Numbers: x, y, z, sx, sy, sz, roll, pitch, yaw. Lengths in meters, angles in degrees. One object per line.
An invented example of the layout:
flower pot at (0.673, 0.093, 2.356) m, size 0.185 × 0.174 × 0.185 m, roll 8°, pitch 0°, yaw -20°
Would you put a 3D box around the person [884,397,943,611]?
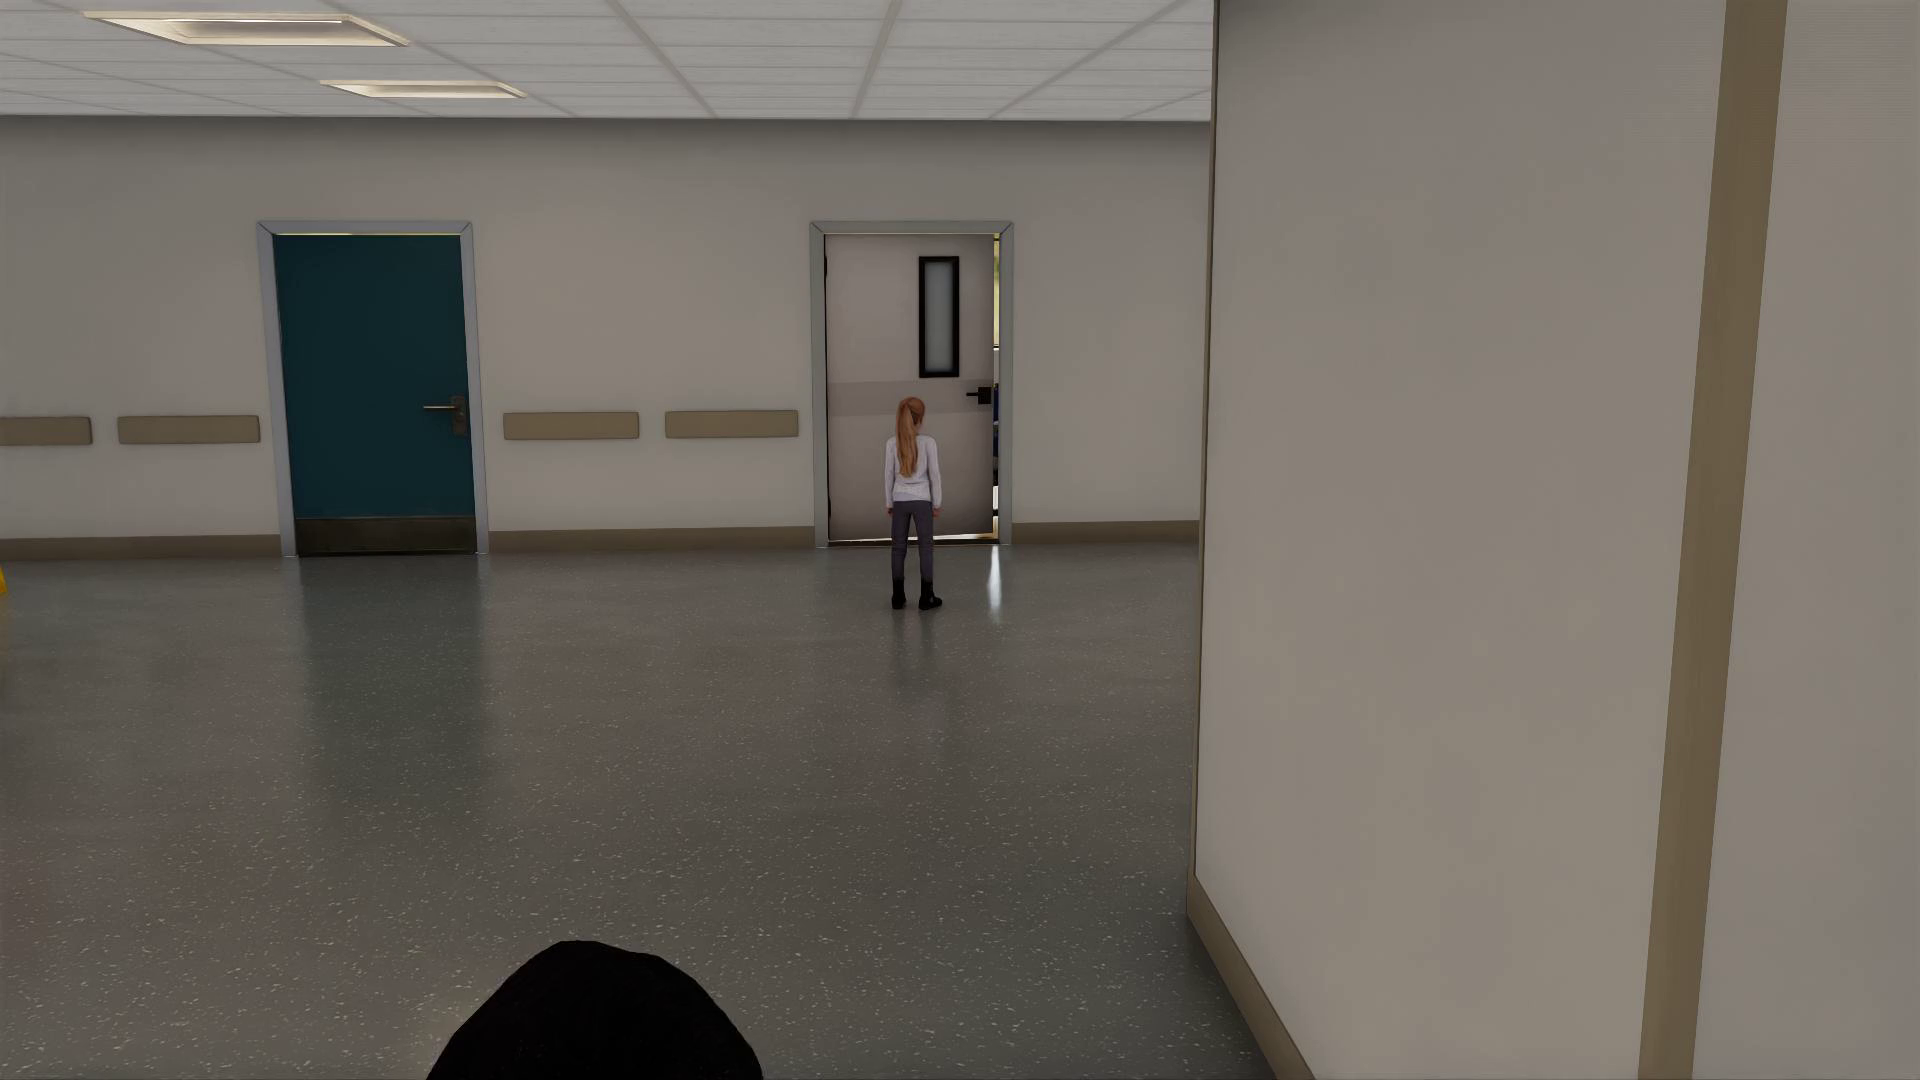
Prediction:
person at (-0.289, -0.224, 9.979) m, size 0.511 × 1.279 × 0.612 m, roll 2°, pitch 11°, yaw 13°
